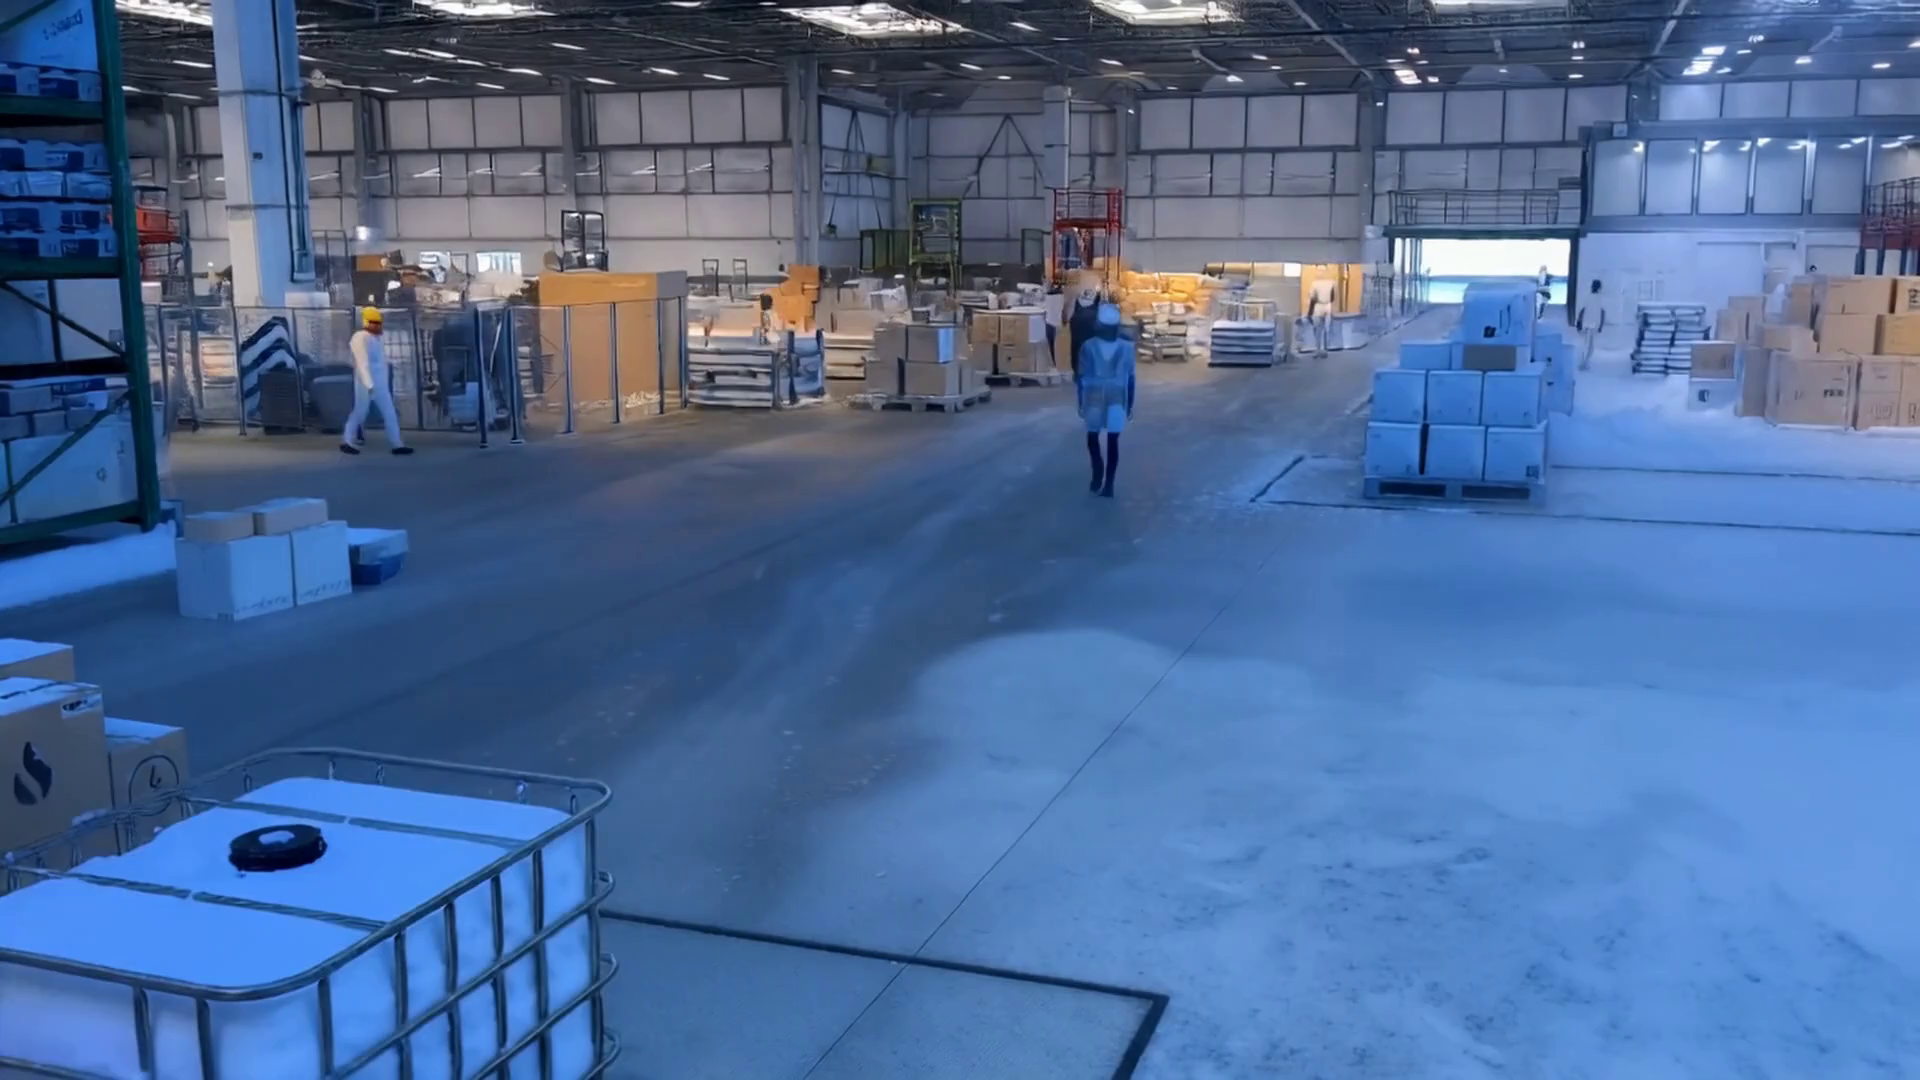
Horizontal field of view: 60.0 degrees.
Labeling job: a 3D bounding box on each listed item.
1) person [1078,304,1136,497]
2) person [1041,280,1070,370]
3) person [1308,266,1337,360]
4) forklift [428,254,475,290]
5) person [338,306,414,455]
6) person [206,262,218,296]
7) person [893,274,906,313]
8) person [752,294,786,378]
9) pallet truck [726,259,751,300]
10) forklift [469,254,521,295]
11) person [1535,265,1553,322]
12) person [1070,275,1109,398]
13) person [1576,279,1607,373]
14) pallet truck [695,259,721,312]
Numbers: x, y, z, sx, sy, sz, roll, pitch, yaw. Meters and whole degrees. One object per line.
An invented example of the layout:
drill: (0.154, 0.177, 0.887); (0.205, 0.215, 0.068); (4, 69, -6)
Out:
person: (1.457, -1.378, 16.529); (0.578, 1.922, 0.404); (1, 10, 5)
person: (1.851, -4.156, 32.485); (0.516, 1.819, 0.991); (-6, 12, -30)
person: (7.918, -4.969, 36.414); (0.607, 2.045, 0.390); (0, 10, -2)
forklift: (-20.133, -10.254, 65.465); (1.157, 1.987, 2.680); (3, 11, 19)
person: (-7.026, -1.882, 19.763); (0.912, 1.798, 0.594); (3, 10, 15)
person: (-29.349, -9.992, 65.295); (0.589, 1.833, 0.404); (10, 14, 43)
person: (-1.544, -5.913, 42.527); (0.336, 1.762, 0.526); (1, 10, 3)
person: (-3.351, -3.391, 28.617); (0.868, 1.648, 0.552); (4, 11, 20)
pallet truck: (-7.986, -9.493, 62.019); (0.823, 1.965, 1.885); (3, 11, 17)
forklift: (-17.990, -10.121, 64.684); (1.157, 1.987, 2.680); (3, 11, 17)
person: (19.010, -8.032, 54.189); (0.607, 1.854, 0.762); (4, 11, 22)
person: (2.098, -3.348, 27.291); (0.684, 2.000, 0.539); (4, 11, 21)
person: (12.400, -4.201, 32.665); (0.513, 1.838, 0.417); (2, 10, 13)
pallet truck: (-9.165, -9.627, 62.776); (0.823, 1.965, 1.885); (4, 11, 23)
